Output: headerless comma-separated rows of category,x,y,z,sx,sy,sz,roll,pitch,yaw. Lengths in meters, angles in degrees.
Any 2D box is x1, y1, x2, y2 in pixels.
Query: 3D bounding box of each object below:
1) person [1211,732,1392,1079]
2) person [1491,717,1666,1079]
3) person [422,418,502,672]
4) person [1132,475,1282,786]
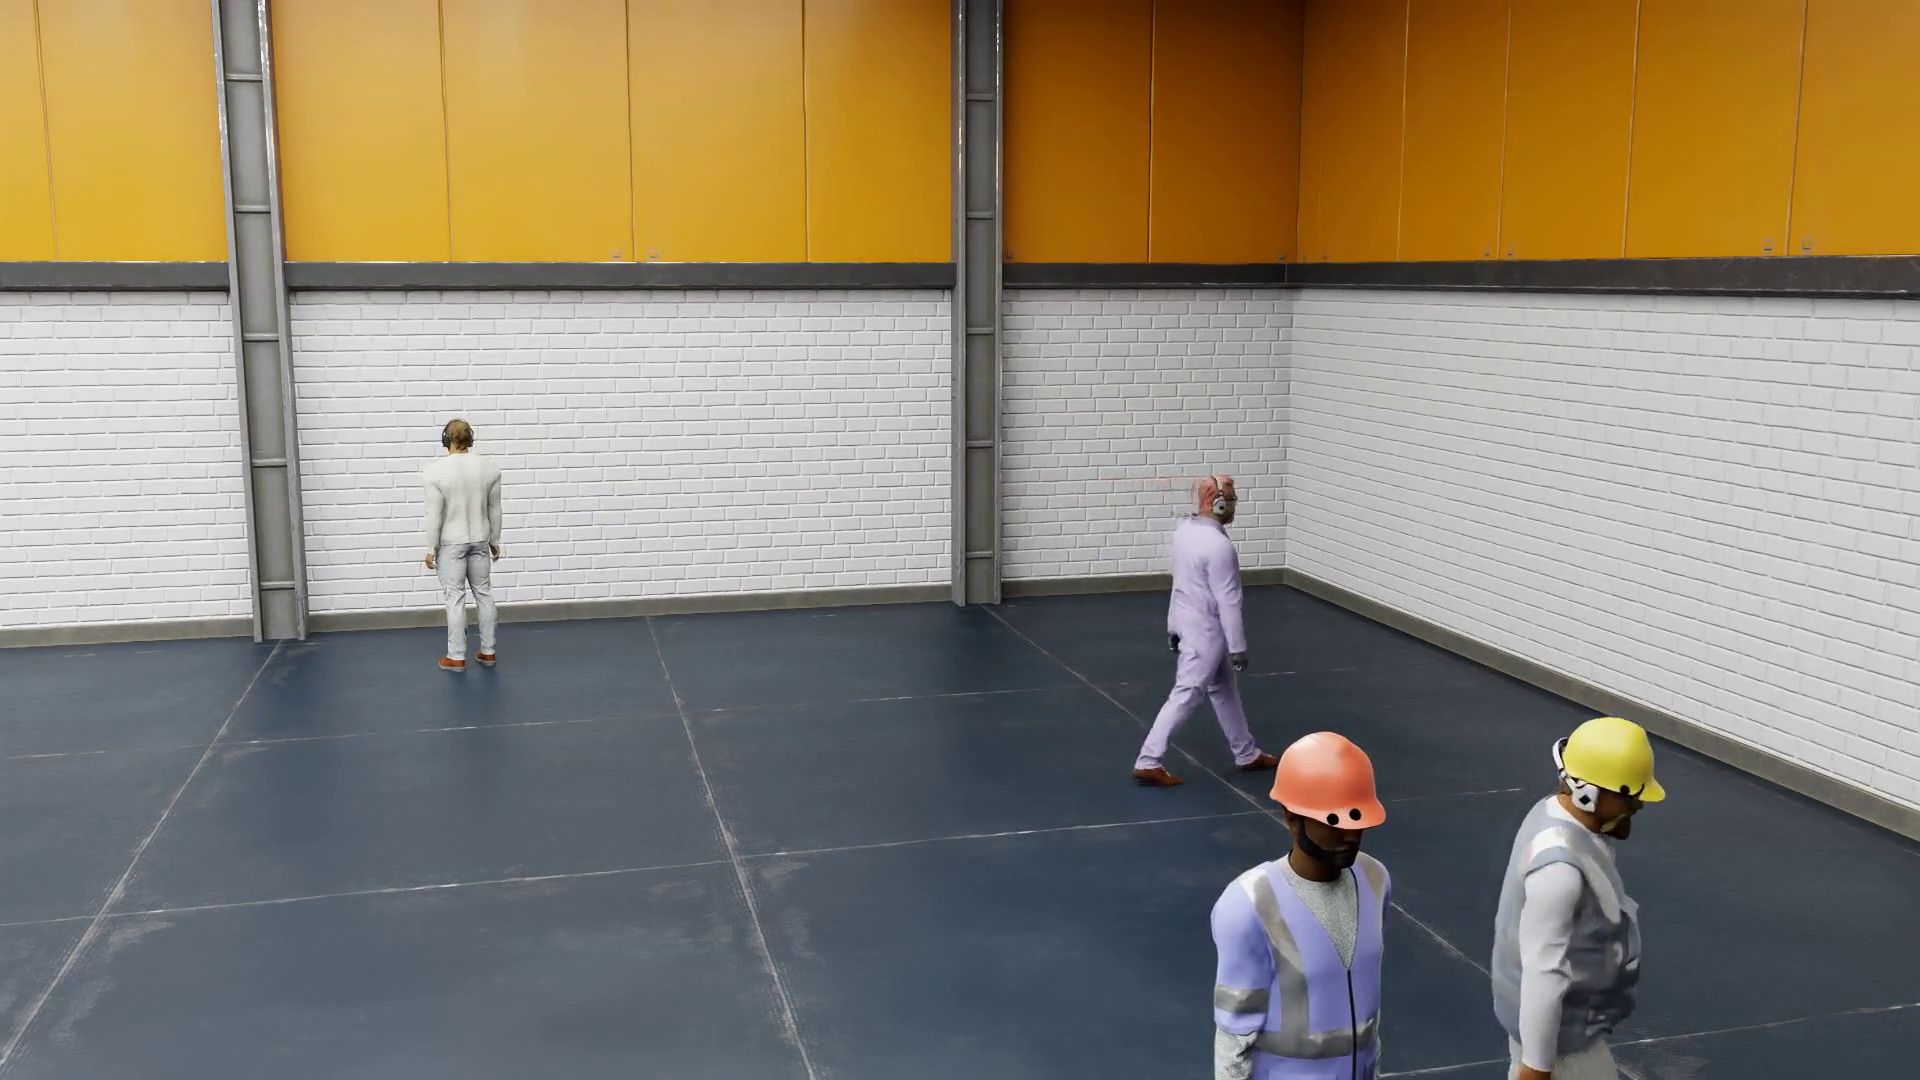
person,0.878,1.414,4.137,0.552,1.935,0.365,-6,11,-33
person,1.786,1.370,4.832,0.511,1.796,0.608,2,9,15
person,-3.803,0.036,12.736,0.635,1.939,0.362,-9,13,-43
person,1.472,0.539,9.878,1.012,1.856,0.667,-1,9,-9
